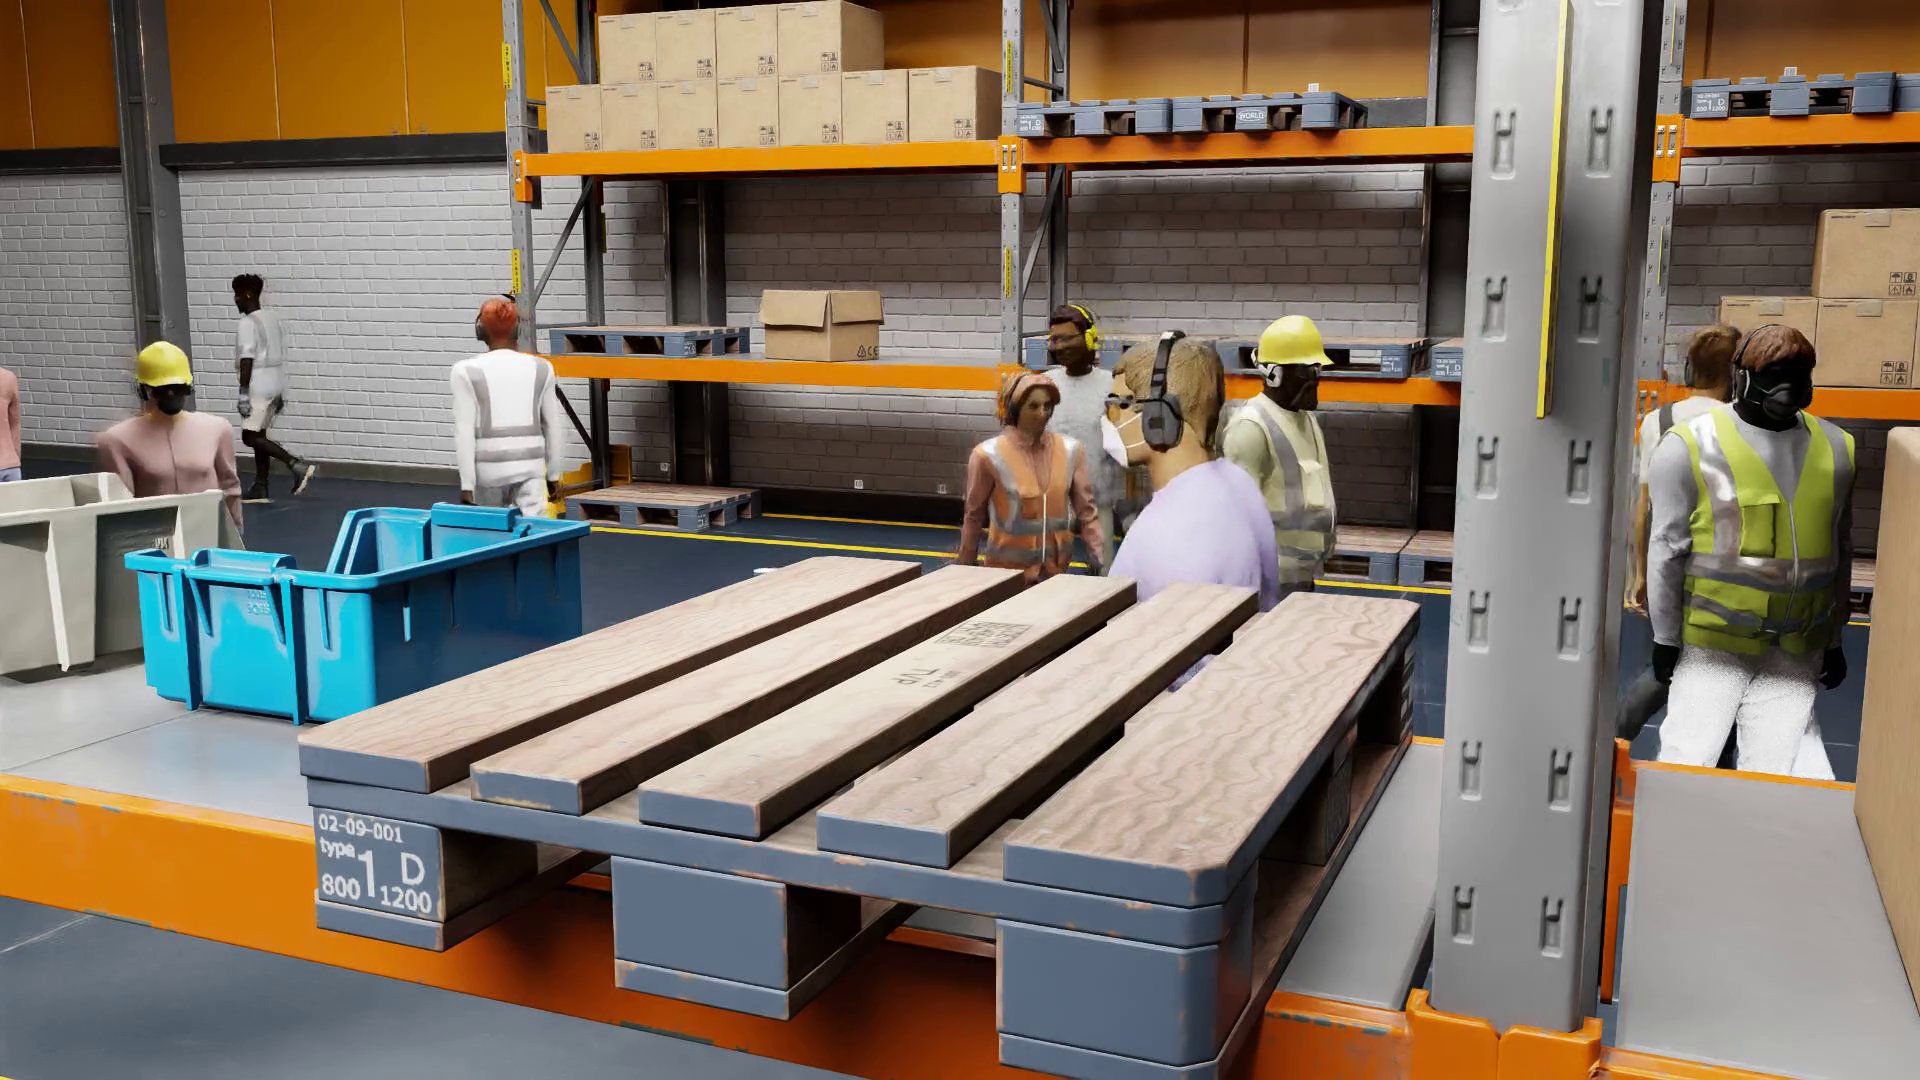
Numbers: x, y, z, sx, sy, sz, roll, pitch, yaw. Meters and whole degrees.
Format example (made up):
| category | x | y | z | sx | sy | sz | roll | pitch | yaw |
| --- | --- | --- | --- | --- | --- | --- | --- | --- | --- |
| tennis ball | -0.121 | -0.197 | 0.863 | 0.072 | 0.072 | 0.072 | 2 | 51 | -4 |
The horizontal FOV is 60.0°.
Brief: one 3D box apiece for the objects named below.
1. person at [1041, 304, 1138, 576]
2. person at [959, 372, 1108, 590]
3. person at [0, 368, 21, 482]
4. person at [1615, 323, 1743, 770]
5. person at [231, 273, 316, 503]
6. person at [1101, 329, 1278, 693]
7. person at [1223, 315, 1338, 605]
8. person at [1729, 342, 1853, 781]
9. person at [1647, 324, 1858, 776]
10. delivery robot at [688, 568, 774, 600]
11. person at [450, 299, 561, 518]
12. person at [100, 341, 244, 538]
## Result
| category | x | y | z | sx | sy | sz | roll | pitch | yaw |
| --- | --- | --- | --- | --- | --- | --- | --- | --- | --- |
| person | 0.567 | -0.160 | 7.687 | 0.589 | 1.837 | 0.543 | 5 | 11 | 27 |
| person | 0.314 | 0.152 | 6.503 | 0.538 | 1.592 | 0.880 | -5 | 11 | -28 |
| person | -5.339 | -0.368 | 9.098 | 0.311 | 1.768 | 0.533 | 1 | 10 | 6 |
| person | 2.541 | 0.148 | 5.851 | 0.703 | 1.818 | 0.517 | -5 | 11 | -27 |
| person | -5.789 | -1.257 | 13.912 | 0.647 | 1.938 | 0.628 | 0 | 9 | -2 |
| person | 0.384 | 0.512 | 3.459 | 1.028 | 1.879 | 0.631 | 4 | 10 | 25 |
| person | 1.185 | 0.089 | 6.162 | 0.404 | 1.829 | 0.600 | 6 | 11 | 32 |
| person | 2.807 | 0.195 | 5.636 | 0.848 | 1.790 | 0.611 | 7 | 12 | 36 |
| person | 2.365 | 0.284 | 4.972 | 0.627 | 1.844 | 0.429 | -1 | 10 | -4 |
| delivery robot | -0.930 | 0.380 | 7.958 | 0.707 | 0.478 | 0.477 | -3 | 10 | -19 |
| person | -2.350 | -0.349 | 8.779 | 0.587 | 1.848 | 0.949 | -6 | 11 | -34 |
| person | -3.229 | 0.033 | 6.871 | 0.547 | 1.708 | 0.949 | -7 | 12 | -35 |
